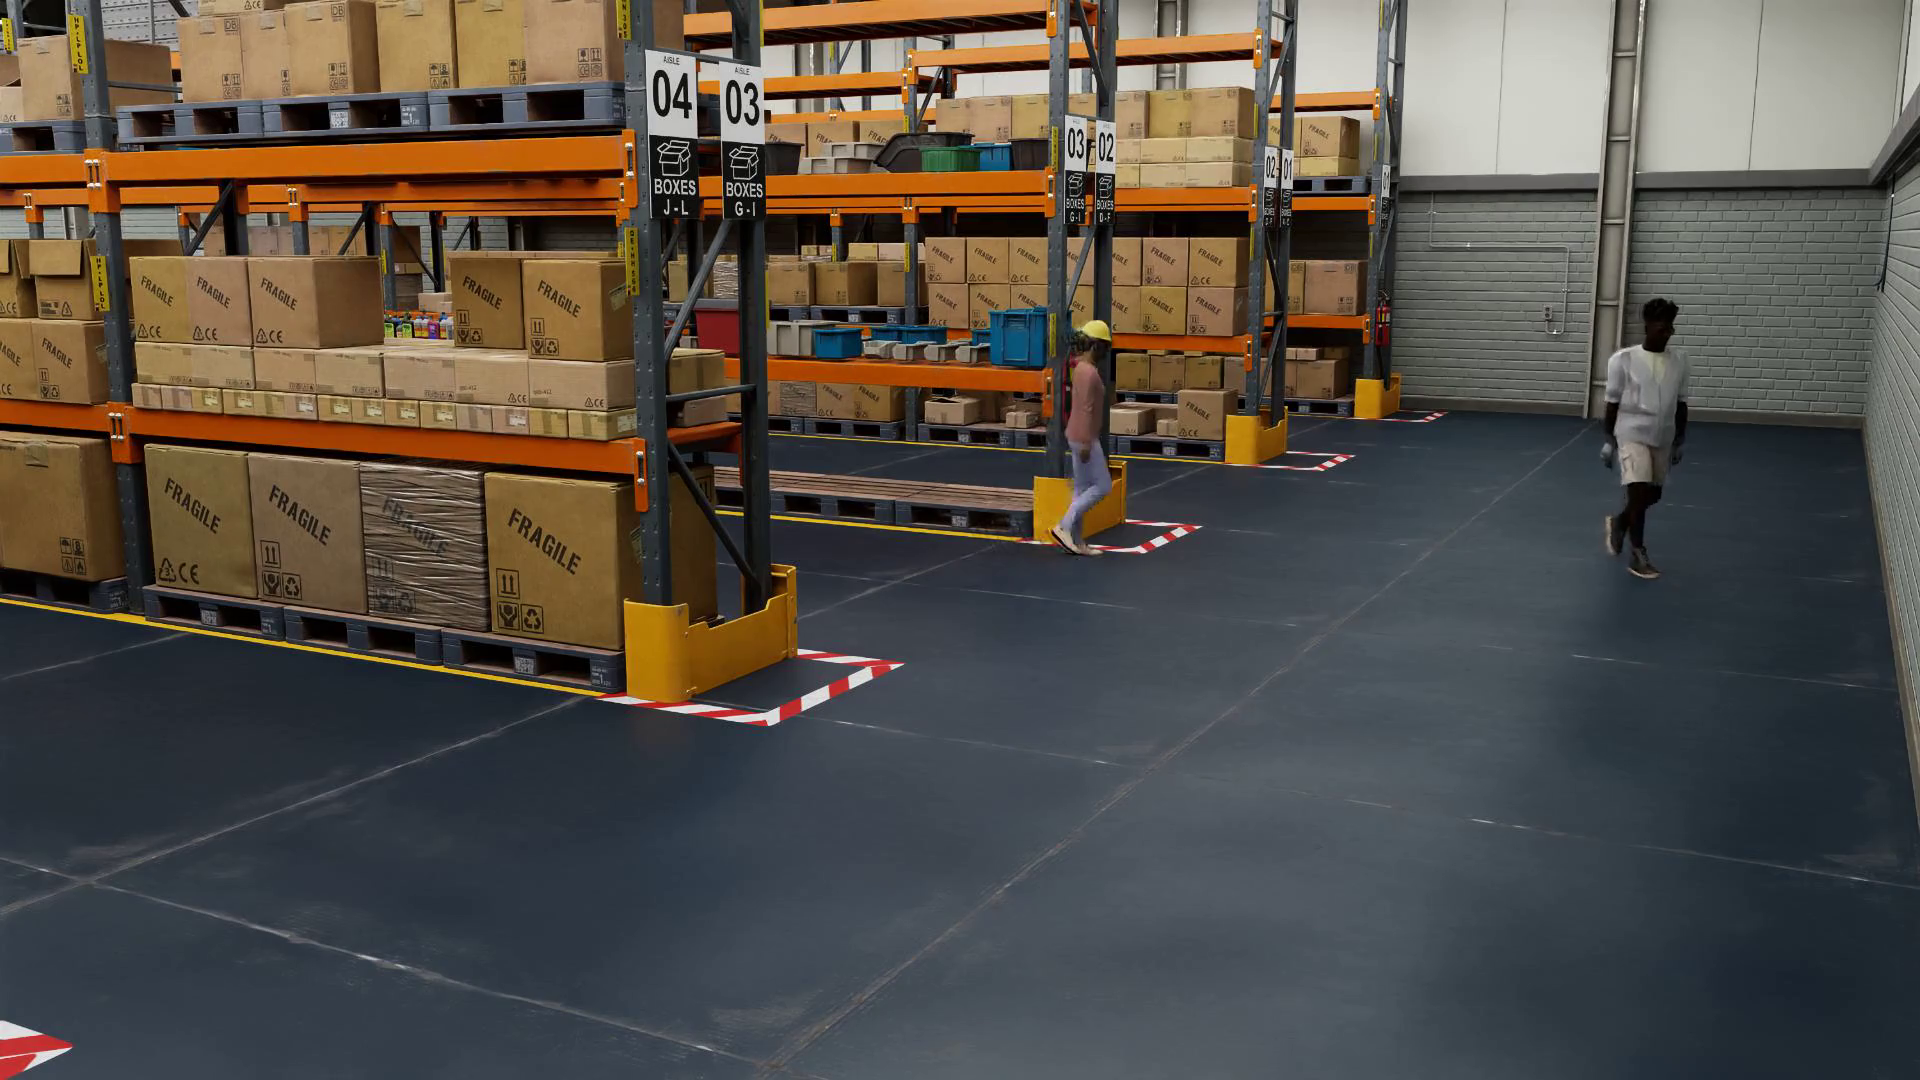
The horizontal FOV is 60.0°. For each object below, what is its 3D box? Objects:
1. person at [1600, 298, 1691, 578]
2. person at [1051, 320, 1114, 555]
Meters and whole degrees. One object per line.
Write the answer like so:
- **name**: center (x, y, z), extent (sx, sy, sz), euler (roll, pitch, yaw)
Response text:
- **person**: center (4.788, -0.742, 11.707), extent (0.602, 1.934, 0.846), euler (-1, 10, -7)
- **person**: center (0.938, -0.731, 12.162), extent (0.382, 1.740, 0.528), euler (0, 10, -2)
